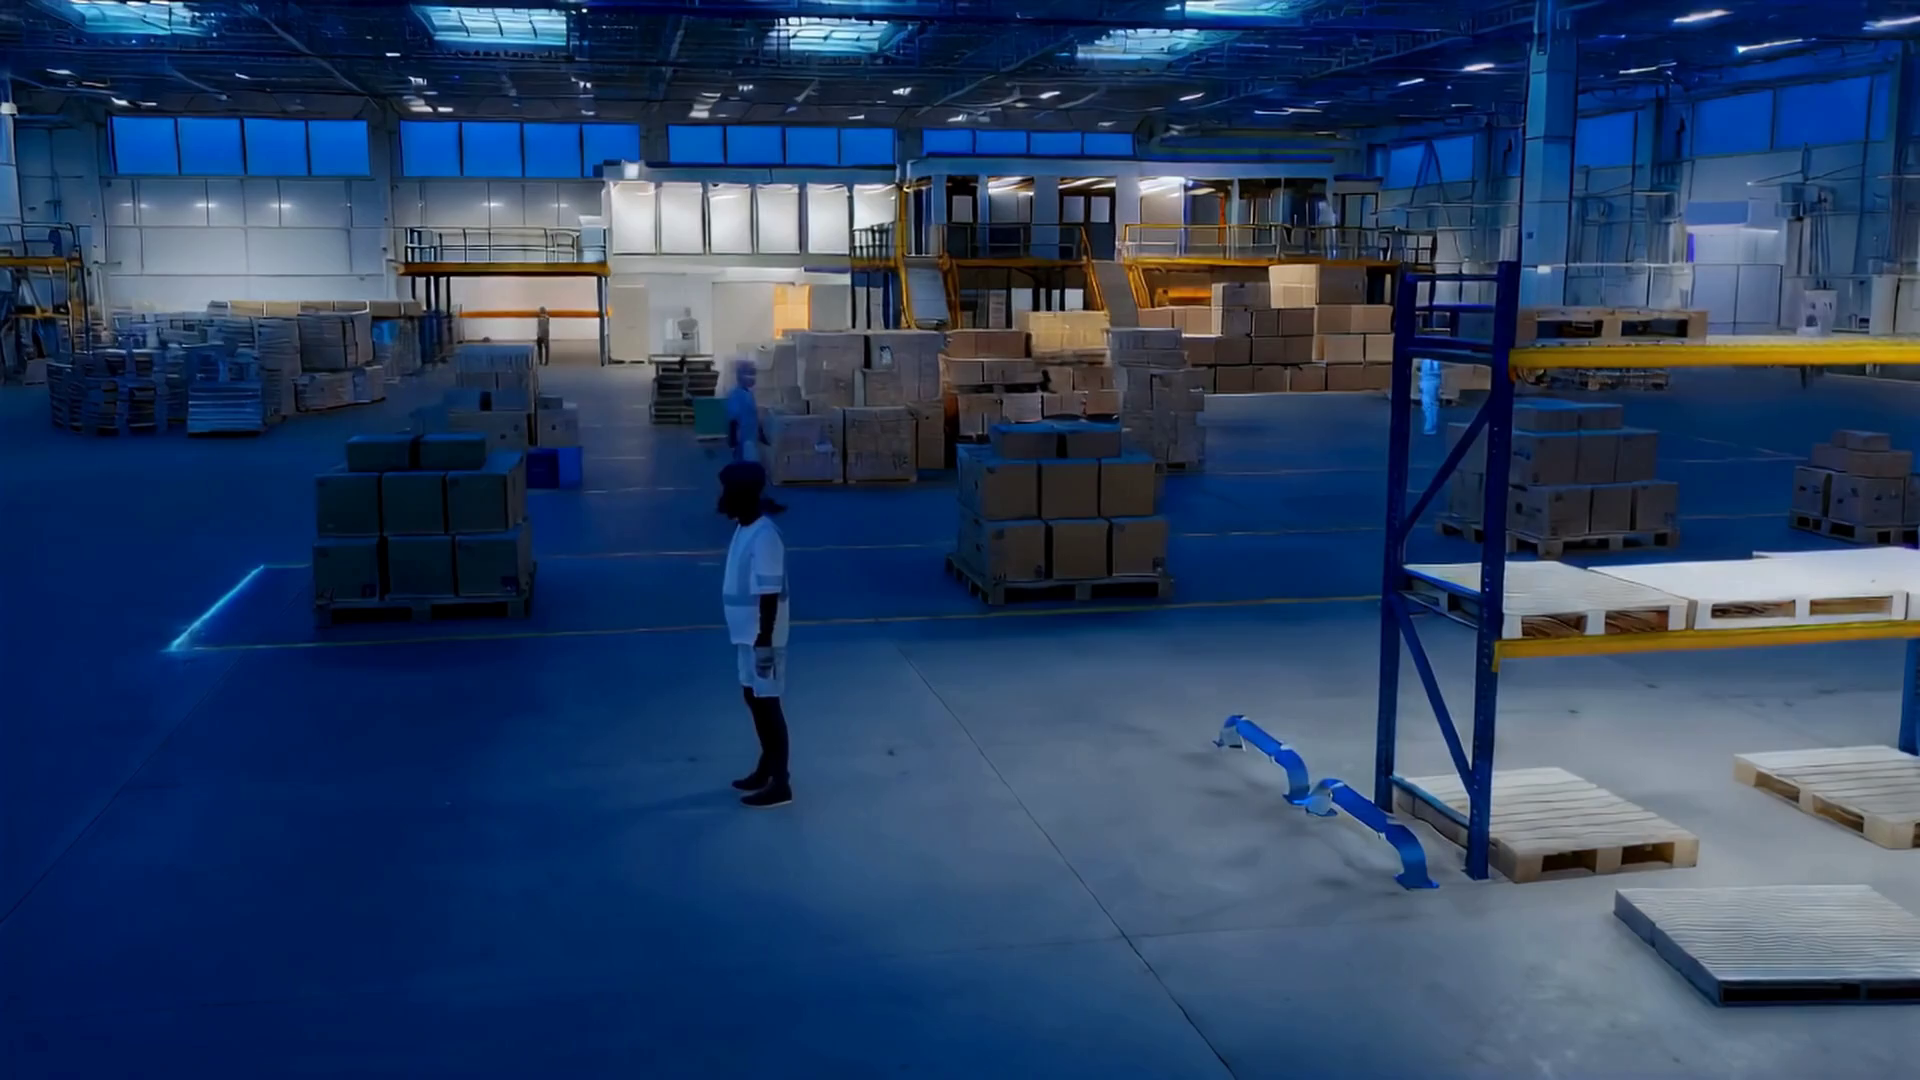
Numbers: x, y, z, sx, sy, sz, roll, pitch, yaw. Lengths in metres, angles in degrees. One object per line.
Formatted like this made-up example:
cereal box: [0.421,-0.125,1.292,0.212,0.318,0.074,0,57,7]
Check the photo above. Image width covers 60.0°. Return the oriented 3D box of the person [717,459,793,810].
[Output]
person: [-1.145,0.518,9.297,0.377,1.956,0.606,-4,10,-21]

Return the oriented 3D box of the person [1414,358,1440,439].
person: [8.243,-2.720,29.241,0.355,1.882,0.576,6,11,34]

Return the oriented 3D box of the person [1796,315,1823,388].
person: [21.189,-4.706,41.535,0.627,1.831,0.438,4,10,24]

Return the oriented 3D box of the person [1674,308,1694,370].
person: [21.042,-5.812,48.251,0.637,1.826,0.698,-1,9,-6]

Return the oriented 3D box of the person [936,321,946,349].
person: [-0.455,-4.402,39.977,0.494,1.728,0.501,-6,11,-33]

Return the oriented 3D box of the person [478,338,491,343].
person: [-7.707,-2.368,27.201,0.521,1.847,0.595,2,9,11]

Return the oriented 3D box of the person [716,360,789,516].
person: [-2.551,-1.224,20.109,0.988,1.884,0.565,2,10,13]

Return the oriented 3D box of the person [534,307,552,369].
person: [-12.348,-5.992,49.305,0.505,1.842,0.345,-2,9,-10]

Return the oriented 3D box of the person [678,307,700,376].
person: [-7.374,-5.382,45.353,0.591,1.919,0.392,-2,10,-14]
